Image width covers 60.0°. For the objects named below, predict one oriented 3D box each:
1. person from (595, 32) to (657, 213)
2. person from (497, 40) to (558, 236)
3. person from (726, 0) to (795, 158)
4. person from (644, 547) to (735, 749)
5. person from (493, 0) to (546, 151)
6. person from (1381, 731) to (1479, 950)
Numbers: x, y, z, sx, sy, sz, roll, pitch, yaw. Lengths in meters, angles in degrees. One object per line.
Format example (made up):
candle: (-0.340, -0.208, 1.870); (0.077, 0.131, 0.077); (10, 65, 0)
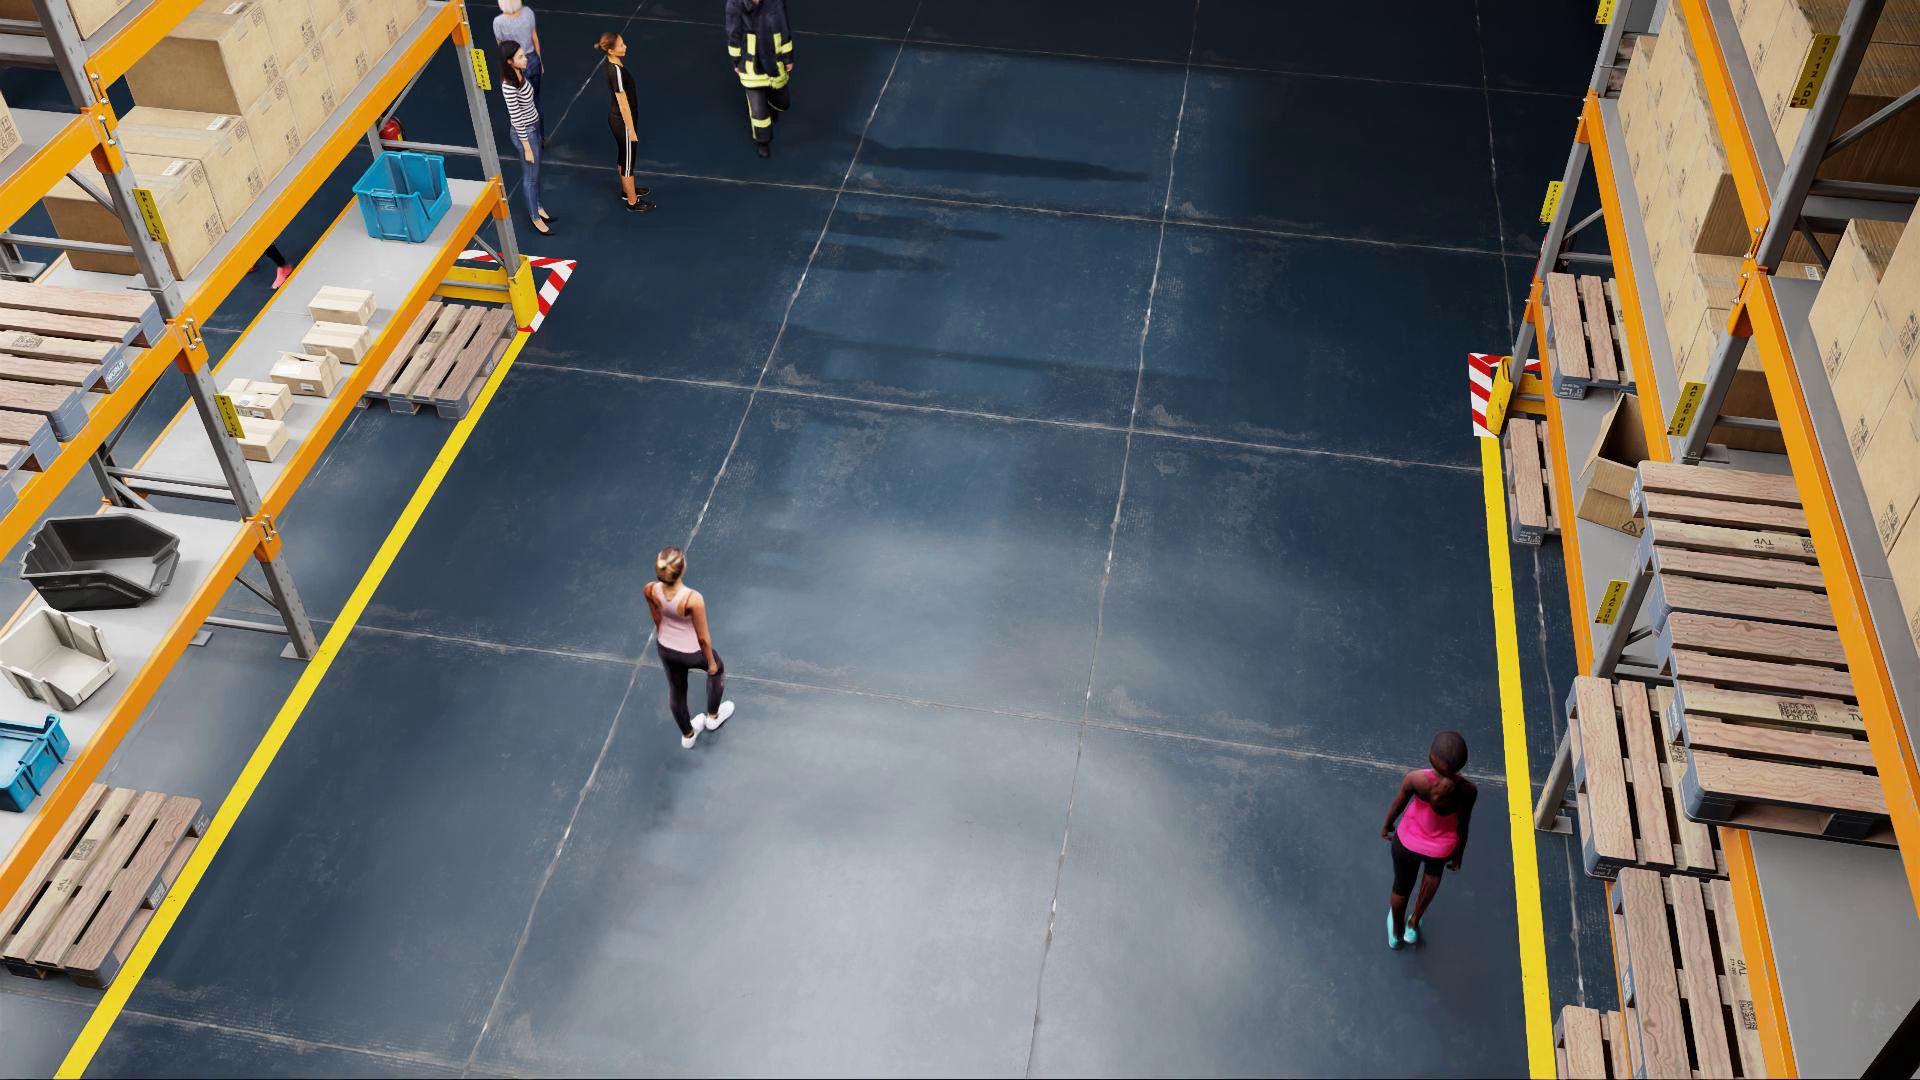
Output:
person: (-2.983, -3.716, 14.718); (0.721, 1.669, 0.604); (-12, 45, -13)
person: (-3.744, -3.476, 14.374); (0.696, 1.796, 0.501); (-2, 44, -2)
person: (-1.842, -4.539, 15.457); (0.966, 1.842, 1.063); (-11, 45, -11)
person: (-1.706, 0.713, 10.096); (0.625, 1.632, 0.688); (13, 45, 14)
person: (-3.999, -4.325, 15.327); (0.823, 1.711, 0.884); (-25, 49, -24)
person: (2.508, 1.712, 8.989); (0.610, 1.713, 0.614); (11, 45, 11)
